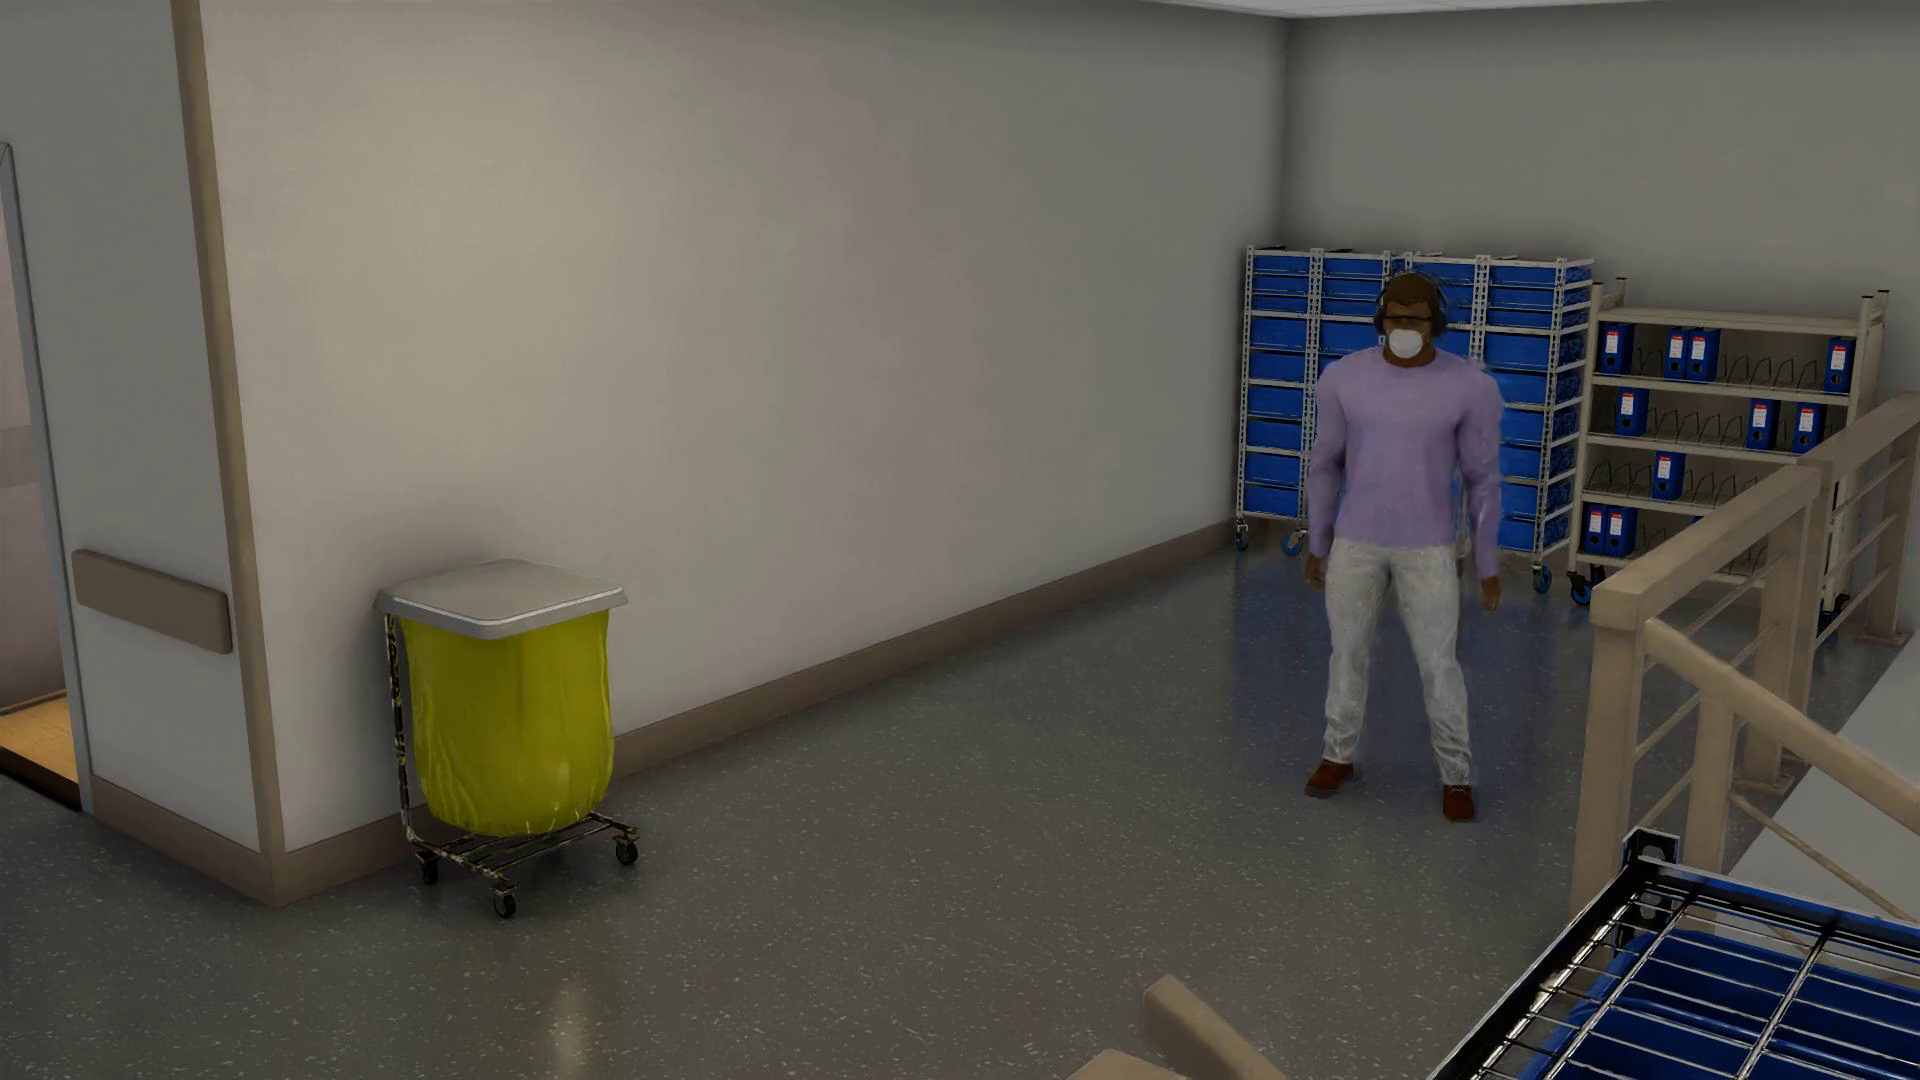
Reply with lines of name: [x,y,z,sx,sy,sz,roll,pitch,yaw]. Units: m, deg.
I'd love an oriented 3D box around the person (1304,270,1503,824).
person: [1.569,0.032,5.806,0.736,1.927,0.428,6,15,25]
